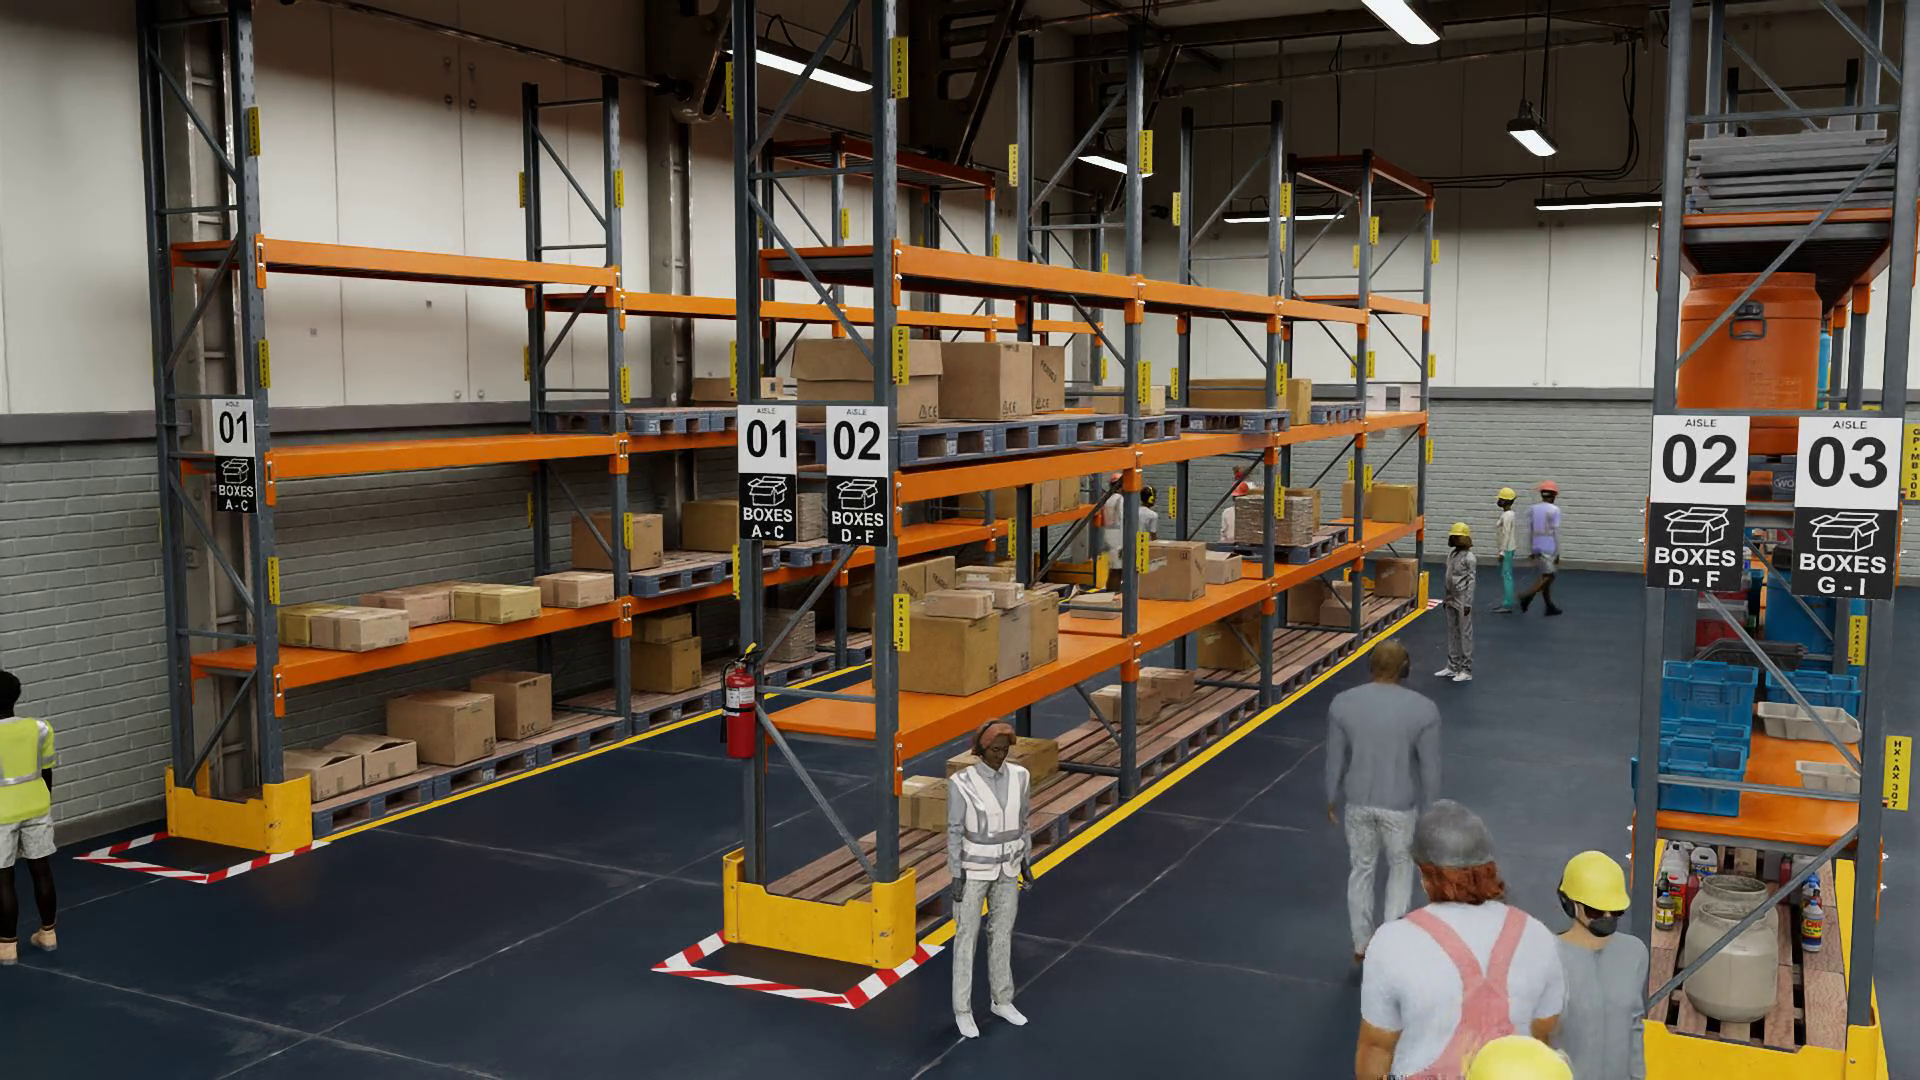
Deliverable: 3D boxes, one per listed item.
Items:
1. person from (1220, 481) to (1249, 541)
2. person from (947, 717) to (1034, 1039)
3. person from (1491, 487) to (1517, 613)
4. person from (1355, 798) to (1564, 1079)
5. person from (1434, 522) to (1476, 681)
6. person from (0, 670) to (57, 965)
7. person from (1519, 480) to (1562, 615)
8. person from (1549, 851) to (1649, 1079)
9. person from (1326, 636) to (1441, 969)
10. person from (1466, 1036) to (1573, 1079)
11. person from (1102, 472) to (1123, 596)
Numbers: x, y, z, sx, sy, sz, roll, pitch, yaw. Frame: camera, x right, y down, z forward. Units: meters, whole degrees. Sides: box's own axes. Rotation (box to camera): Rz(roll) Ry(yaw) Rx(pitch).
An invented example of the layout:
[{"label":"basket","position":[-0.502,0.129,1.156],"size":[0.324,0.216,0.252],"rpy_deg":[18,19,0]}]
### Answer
[{"label":"person","position":[3.632,0.219,21.619],"size":[0.612,1.986,0.401],"rpy_deg":[5,8,41]},{"label":"person","position":[0.152,1.727,8.623],"size":[0.512,1.640,0.309],"rpy_deg":[-4,7,-33]},{"label":"person","position":[7.658,0.145,23.383],"size":[0.303,1.772,0.525],"rpy_deg":[2,6,22]},{"label":"person","position":[1.643,1.851,5.491],"size":[0.689,2.000,0.776],"rpy_deg":[-1,6,-11]},{"label":"person","position":[5.487,0.676,18.340],"size":[0.284,1.746,0.488],"rpy_deg":[-2,6,-18]},{"label":"person","position":[-5.492,1.597,9.634],"size":[0.320,1.692,0.531],"rpy_deg":[3,7,27]},{"label":"person","position":[8.047,0.118,23.004],"size":[0.770,1.905,0.560],"rpy_deg":[-3,6,-24]},{"label":"person","position":[2.194,1.951,5.835],"size":[0.534,1.767,0.320],"rpy_deg":[-2,6,-17]},{"label":"person","position":[2.390,1.505,9.434],"size":[0.652,1.920,0.477],"rpy_deg":[2,6,21]},{"label":"person","position":[1.265,2.075,4.140],"size":[0.382,1.877,0.704],"rpy_deg":[0,6,1]},{"label":"person","position":[2.195,0.068,23.088],"size":[0.496,1.989,0.781],"rpy_deg":[-2,6,-22]}]
